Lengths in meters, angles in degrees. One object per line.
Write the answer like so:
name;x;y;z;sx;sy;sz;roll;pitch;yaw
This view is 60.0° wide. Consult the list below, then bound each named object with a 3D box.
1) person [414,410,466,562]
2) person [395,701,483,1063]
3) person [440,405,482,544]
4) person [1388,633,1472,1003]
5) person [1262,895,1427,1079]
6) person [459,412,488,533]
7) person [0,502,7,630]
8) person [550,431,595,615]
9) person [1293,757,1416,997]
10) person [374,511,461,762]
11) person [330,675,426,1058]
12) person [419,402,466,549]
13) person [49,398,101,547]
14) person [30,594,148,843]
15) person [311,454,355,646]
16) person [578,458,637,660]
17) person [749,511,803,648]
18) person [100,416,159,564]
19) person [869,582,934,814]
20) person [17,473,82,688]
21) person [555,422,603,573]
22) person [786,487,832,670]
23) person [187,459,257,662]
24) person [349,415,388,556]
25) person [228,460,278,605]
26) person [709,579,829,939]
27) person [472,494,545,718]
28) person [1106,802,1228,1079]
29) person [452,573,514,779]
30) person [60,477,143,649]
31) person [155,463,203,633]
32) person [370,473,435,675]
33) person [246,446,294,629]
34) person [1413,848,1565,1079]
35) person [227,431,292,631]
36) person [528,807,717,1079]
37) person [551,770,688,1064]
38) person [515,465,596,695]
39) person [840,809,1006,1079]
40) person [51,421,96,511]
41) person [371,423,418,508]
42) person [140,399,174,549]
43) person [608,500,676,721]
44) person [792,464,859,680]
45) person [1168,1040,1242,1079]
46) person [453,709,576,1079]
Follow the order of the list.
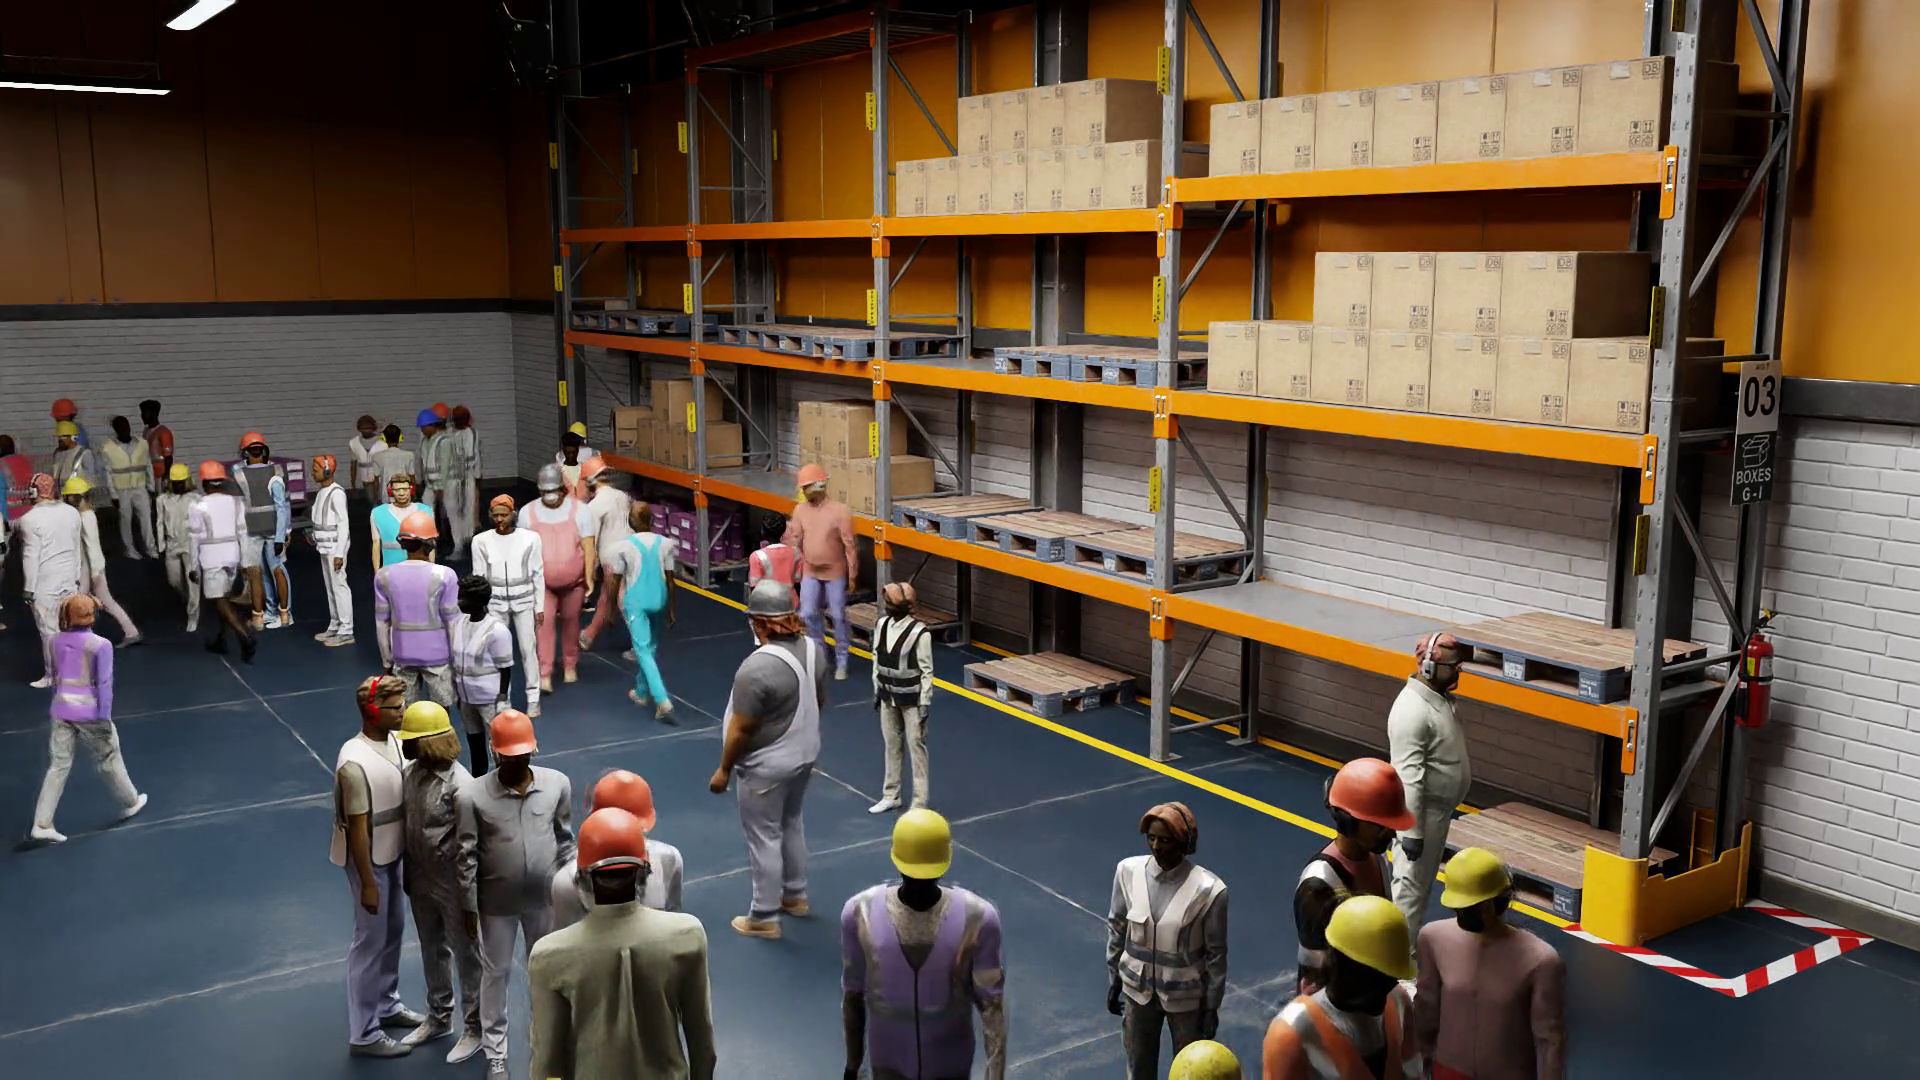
person;-6.521;-0.651;20.612;0.641;1.901;0.819;7;12;37
person;-2.473;1.605;7.871;0.492;1.742;0.324;6;11;32
person;-6.686;-0.870;22.077;0.648;1.865;0.578;7;12;36
person;2.412;1.407;8.554;0.401;1.906;0.651;5;11;27
person;1.214;1.995;5.097;0.581;1.897;0.527;-9;13;-43
person;-6.816;-0.946;22.868;0.530;1.729;0.613;5;11;27
person;-9.957;0.013;16.803;0.339;1.882;0.584;7;12;37
person;-4.136;-0.185;17.747;0.602;1.958;0.380;-6;11;-32
person;1.440;1.766;6.097;0.409;2.030;0.617;6;12;34
person;-3.760;0.811;11.649;0.608;2.045;0.392;1;10;7
person;-2.798;1.542;7.975;0.385;1.836;0.562;0;10;1
person;-6.736;-0.830;21.658;0.579;1.911;0.727;-3;10;-16
person;-11.346;-0.821;21.363;0.541;2.013;0.749;-6;11;-33
person;-5.772;1.162;10.925;0.554;1.591;0.884;2;10;14
person;-6.168;0.095;16.318;0.343;1.882;0.585;-7;12;-36
person;-3.360;0.182;15.706;0.996;1.922;0.656;3;10;15
person;-1.537;0.600;13.929;0.536;1.693;0.319;-9;13;-43
person;-10.269;-0.622;20.631;1.008;1.855;0.633;9;13;44
person;-0.388;1.086;11.230;0.515;1.636;0.315;9;13;42
person;-8.068;0.355;14.727;0.407;1.906;0.655;2;10;12
person;-4.555;-0.503;19.982;0.586;1.833;0.403;-3;10;-16
person;-1.424;0.308;15.545;0.540;1.732;0.768;-7;12;-35
person;-6.936;0.194;15.694;0.885;1.908;0.539;6;11;32
person;-7.479;-0.692;21.187;0.587;1.790;0.872;1;10;6
person;-7.830;-0.204;18.343;0.433;1.799;0.809;5;11;27
person;-1.071;1.211;9.310;0.538;2.000;0.701;5;11;27
person;-3.706;0.550;13.691;0.580;1.877;0.369;-1;10;-7
person;0.832;1.850;6.735;0.514;1.641;0.308;5;11;29
person;-3.222;1.055;11.222;0.536;1.699;0.322;7;12;34
person;-8.316;0.246;15.905;0.831;1.727;0.533;-5;11;-26
person;-7.945;0.048;17.054;0.485;1.718;0.701;-2;10;-9
person;-5.080;0.300;15.228;0.565;1.846;0.390;-5;11;-28
person;-7.104;-0.057;17.110;0.592;1.917;0.375;9;13;41
person;1.883;1.932;5.975;0.536;1.740;0.500;5;11;29
person;-7.145;-0.094;16.989;0.605;2.035;0.384;-8;12;-39
person;-1.132;1.869;5.589;0.623;1.989;0.400;-4;11;-24
person;-1.358;1.768;6.521;0.548;1.892;0.971;-7;12;-35
person;-3.530;0.314;14.572;0.687;2.000;0.888;-2;10;-13
person;-0.134;1.870;5.941;0.599;1.866;1.000;0;10;2
person;-10.745;-0.530;20.141;0.591;1.833;0.403;3;10;16
person;-6.625;-0.437;19.531;0.506;1.861;0.328;-3;10;-19
person;-10.479;-0.867;21.731;0.610;1.963;0.362;8;12;38
person;-2.594;0.573;13.769;0.532;1.811;0.940;-6;11;-31
person;-1.210;0.293;14.904;0.691;1.967;0.455;5;11;26
person;0.638;2.180;4.495;0.492;1.743;0.295;4;10;21
person;-2.034;1.630;7.688;0.568;1.751;0.329;-6;12;-33
